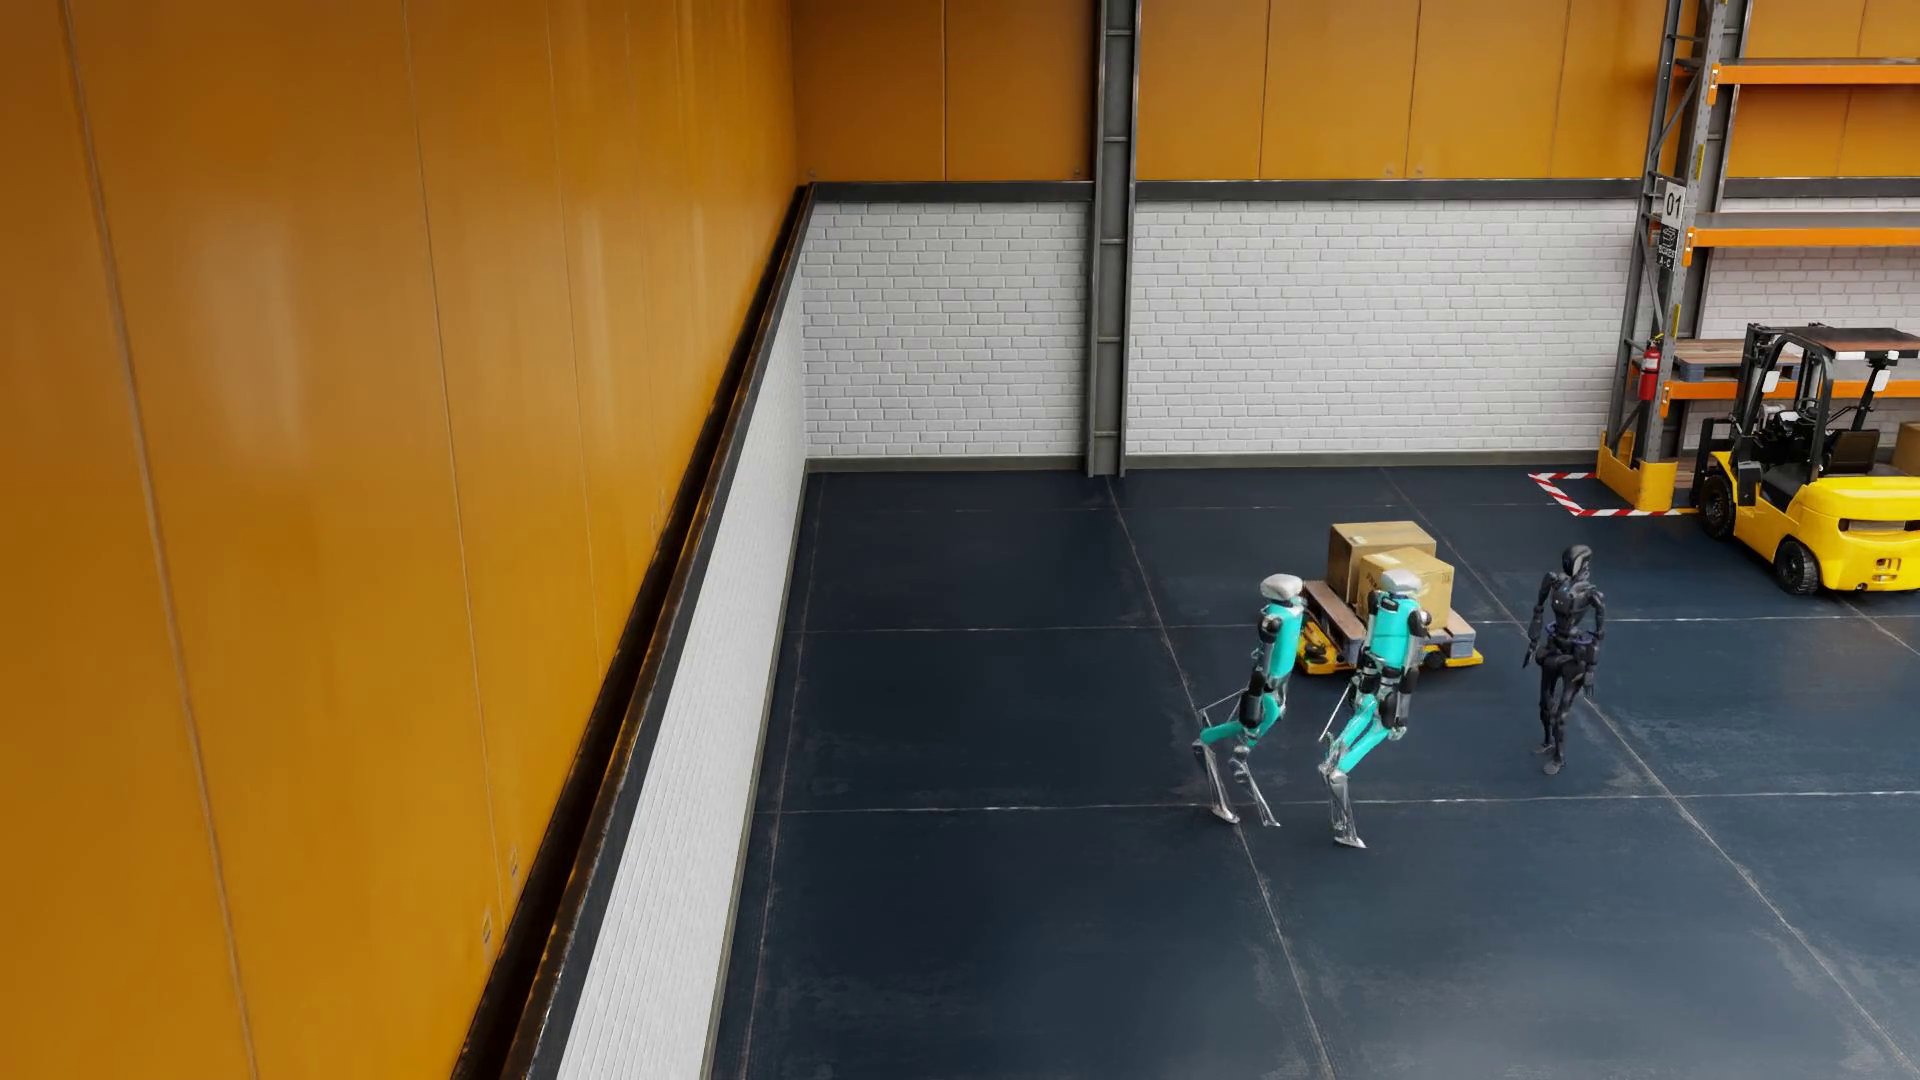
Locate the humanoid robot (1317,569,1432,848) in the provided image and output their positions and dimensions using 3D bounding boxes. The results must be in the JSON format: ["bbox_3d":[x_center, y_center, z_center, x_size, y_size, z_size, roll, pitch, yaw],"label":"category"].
[{"bbox_3d":[2.501,1.077,10.514,0.801,1.764,0.549,-8,22,-21],"label":"humanoid robot"}]

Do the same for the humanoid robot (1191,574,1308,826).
[{"bbox_3d":[1.804,1.030,10.660,0.764,1.792,0.547,13,24,32],"label":"humanoid robot"}]

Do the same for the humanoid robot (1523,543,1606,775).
[{"bbox_3d":[4.162,0.781,11.413,0.391,1.644,0.588,-13,24,-32],"label":"humanoid robot"}]

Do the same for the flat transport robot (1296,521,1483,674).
[{"bbox_3d":[3.374,0.824,13.317,1.431,0.231,0.659,-3,20,-7],"label":"flat transport robot"}]

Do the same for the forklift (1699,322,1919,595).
[{"bbox_3d":[7.809,-0.792,14.926,1.214,2.155,2.313,-1,20,-2],"label":"forklift"}]
